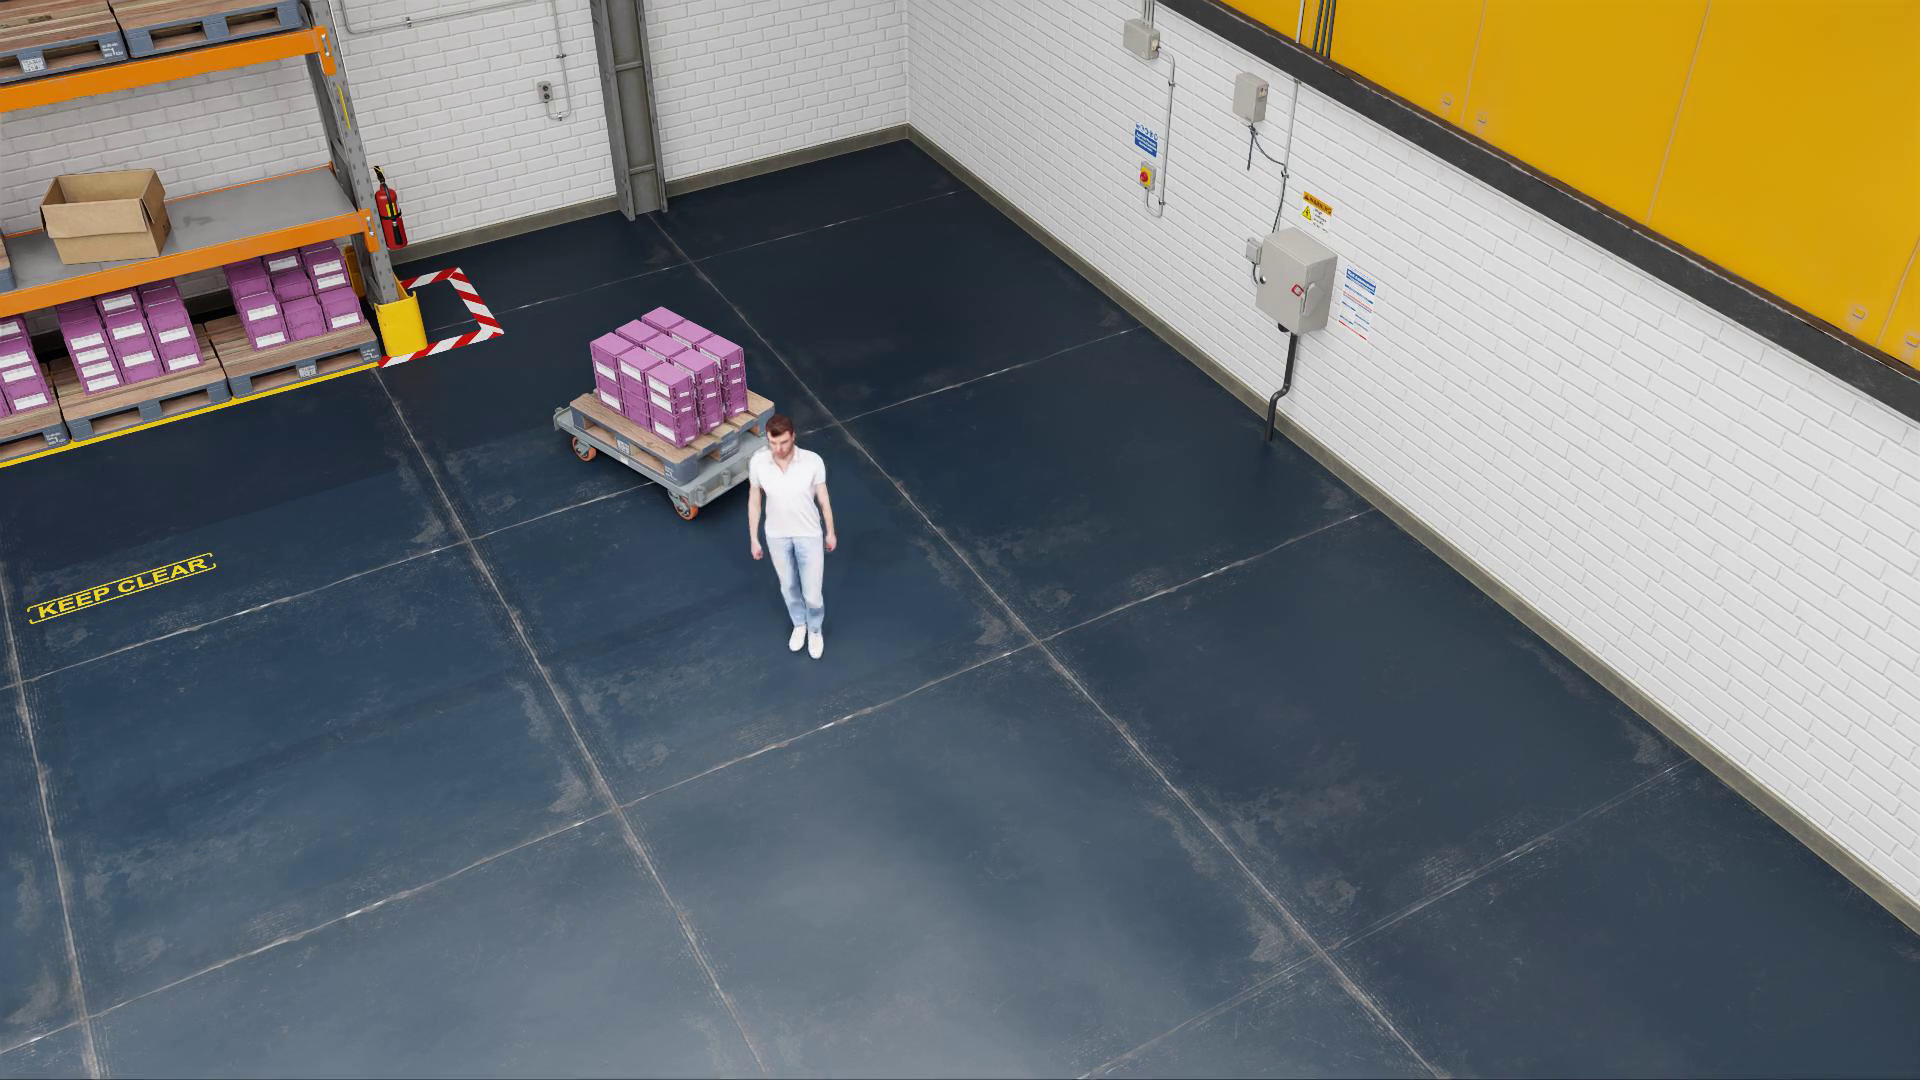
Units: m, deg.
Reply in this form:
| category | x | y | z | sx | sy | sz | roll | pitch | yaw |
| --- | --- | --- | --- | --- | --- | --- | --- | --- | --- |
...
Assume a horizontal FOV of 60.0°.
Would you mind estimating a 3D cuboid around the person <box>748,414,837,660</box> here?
| category | x | y | z | sx | sy | sz | roll | pitch | yaw |
| --- | --- | --- | --- | --- | --- | --- | --- | --- | --- |
| person | -1.054 | -0.083 | 10.713 | 0.785 | 1.838 | 0.872 | 5 | 39 | 6 |
